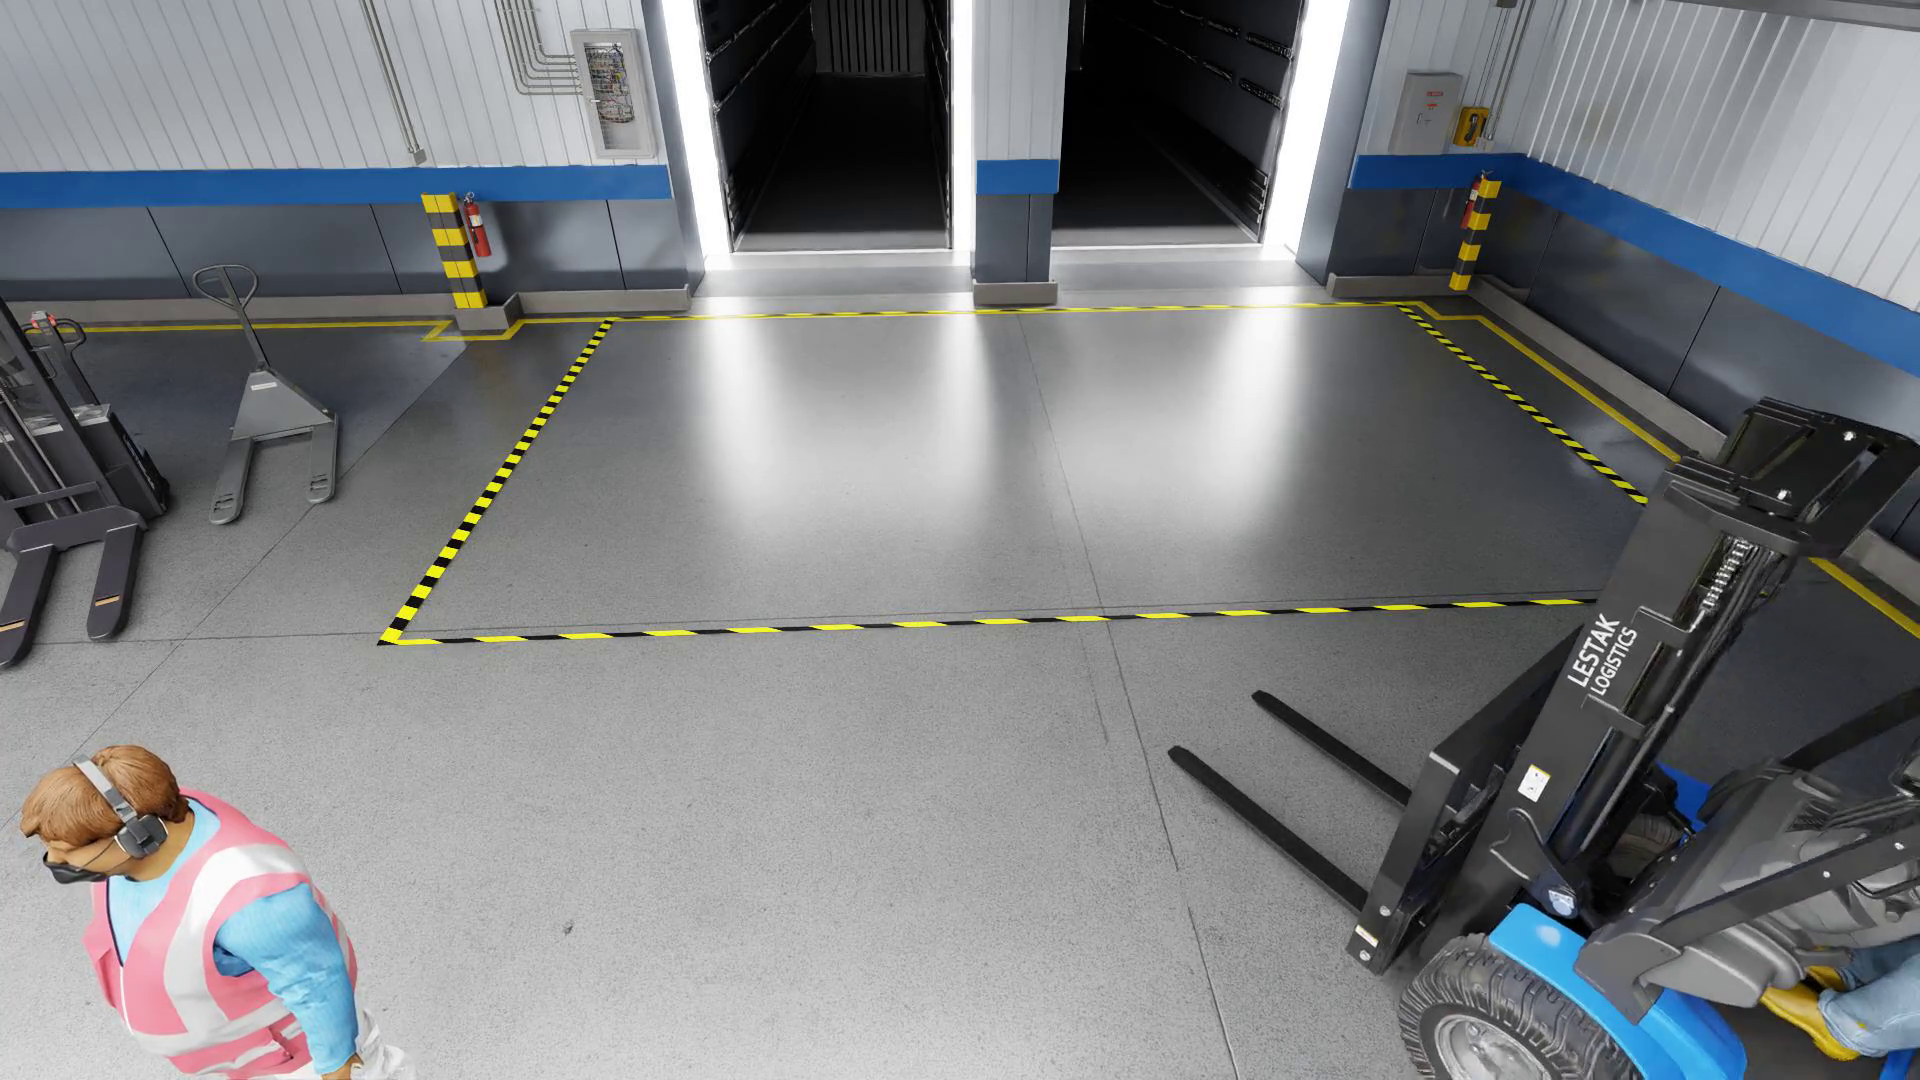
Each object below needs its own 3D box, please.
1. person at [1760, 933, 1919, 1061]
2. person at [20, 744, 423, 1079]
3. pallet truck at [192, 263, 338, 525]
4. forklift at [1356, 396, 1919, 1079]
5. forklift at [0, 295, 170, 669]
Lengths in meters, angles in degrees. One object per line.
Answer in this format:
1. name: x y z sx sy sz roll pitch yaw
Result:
1. person: 2.596 0.906 2.050 0.635 1.293 1.004 -23 41 -30
2. person: -1.793 1.215 2.379 0.621 1.844 0.430 16 38 22
3. pallet truck: -4.778 -1.027 6.128 0.680 1.201 1.601 -17 38 -23
4. forklift: 2.626 1.090 2.114 1.157 2.036 2.680 -23 41 -30
5. forklift: -5.212 -0.618 4.878 0.823 1.965 1.885 -20 39 -26
